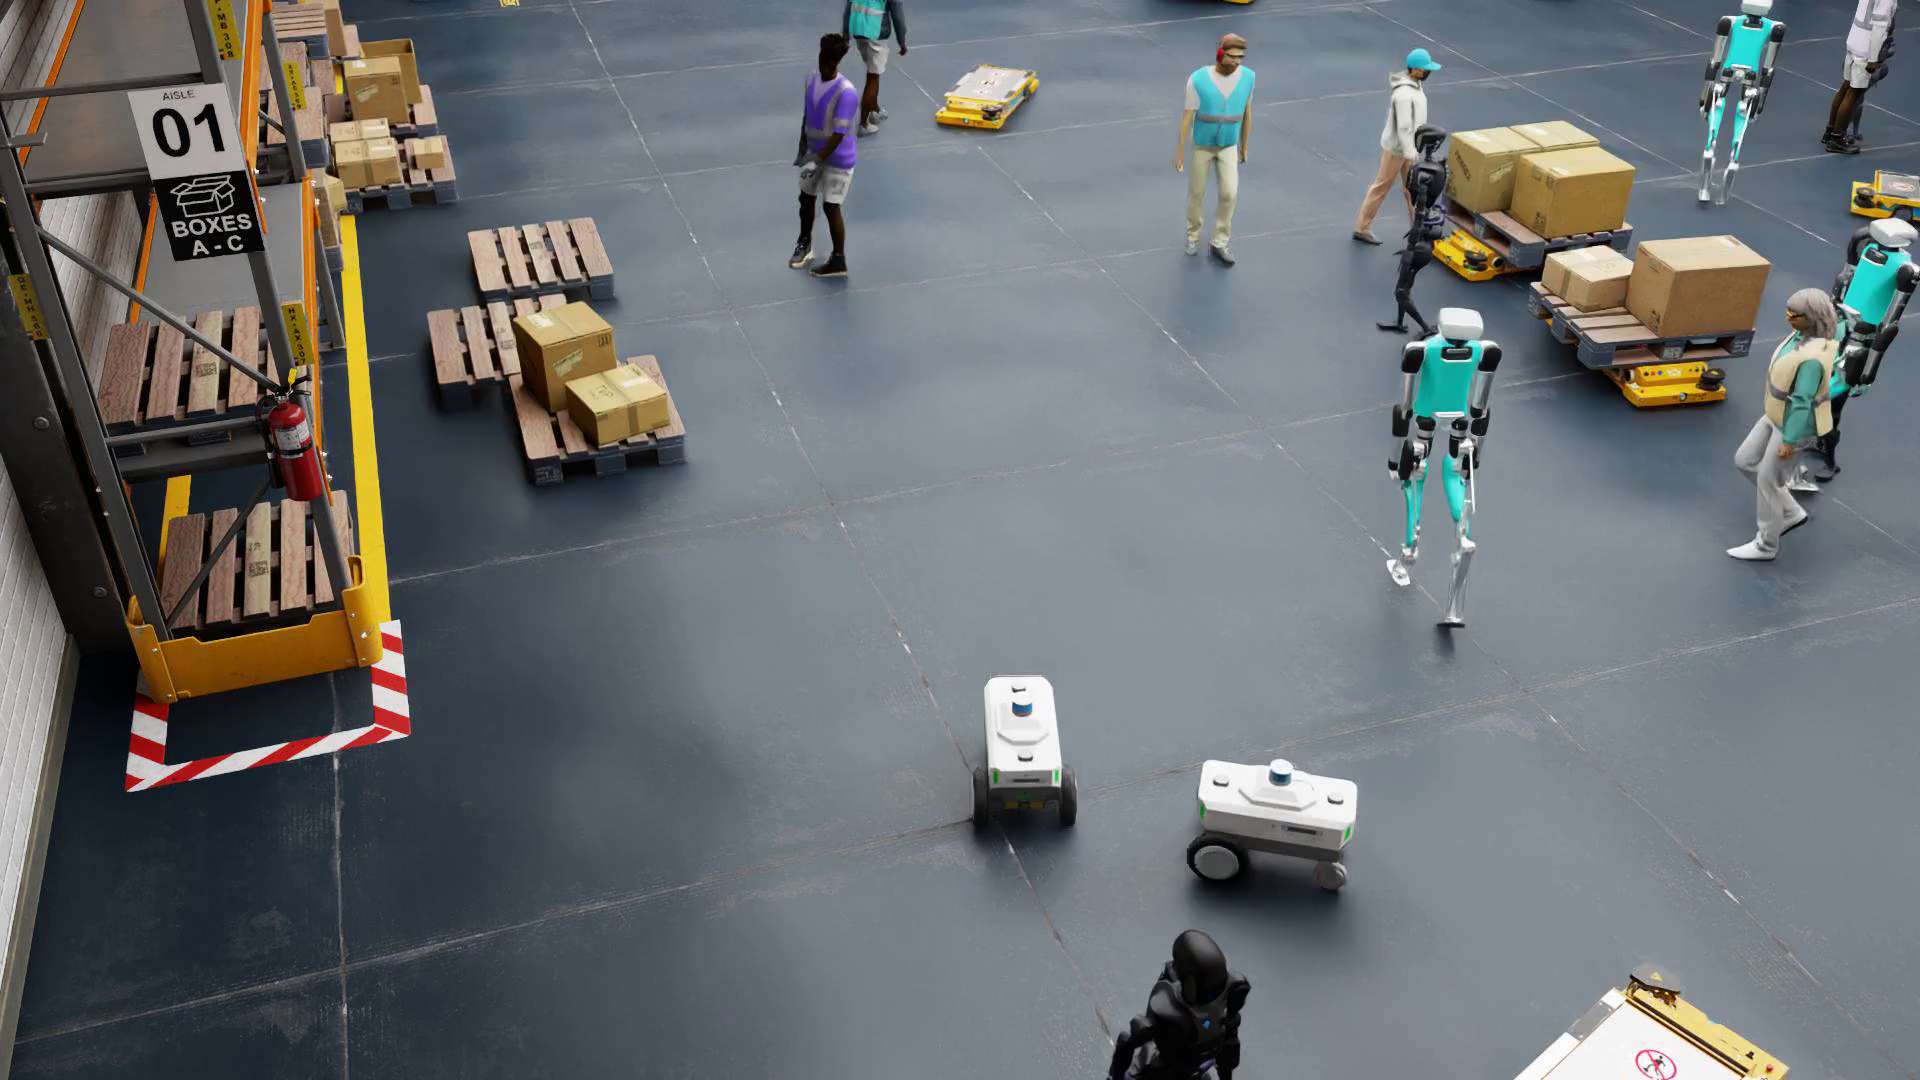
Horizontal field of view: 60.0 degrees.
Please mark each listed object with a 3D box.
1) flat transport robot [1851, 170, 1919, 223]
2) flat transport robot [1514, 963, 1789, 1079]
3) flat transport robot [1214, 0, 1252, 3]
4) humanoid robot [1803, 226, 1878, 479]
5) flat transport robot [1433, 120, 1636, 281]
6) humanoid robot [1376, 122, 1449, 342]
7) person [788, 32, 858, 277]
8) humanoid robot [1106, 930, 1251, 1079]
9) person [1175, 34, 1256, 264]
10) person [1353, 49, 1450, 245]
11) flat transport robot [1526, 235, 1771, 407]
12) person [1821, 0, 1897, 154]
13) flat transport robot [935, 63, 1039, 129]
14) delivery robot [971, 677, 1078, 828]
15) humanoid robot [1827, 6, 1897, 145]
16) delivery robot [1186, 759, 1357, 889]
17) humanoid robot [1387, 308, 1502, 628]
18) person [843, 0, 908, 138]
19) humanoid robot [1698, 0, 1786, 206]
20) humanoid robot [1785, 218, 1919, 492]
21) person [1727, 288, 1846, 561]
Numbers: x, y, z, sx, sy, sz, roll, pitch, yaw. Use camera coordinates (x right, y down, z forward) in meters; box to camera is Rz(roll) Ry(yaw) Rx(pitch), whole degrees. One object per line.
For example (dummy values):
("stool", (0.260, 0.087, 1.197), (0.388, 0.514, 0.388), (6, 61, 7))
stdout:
("flat transport robot", (8.450, -2.874, 14.266), (1.431, 0.231, 0.659), (15, 36, 21))
("flat transport robot", (2.558, 2.224, 6.447), (1.431, 0.231, 0.659), (-25, 41, -33))
("flat transport robot", (2.963, -6.788, 20.270), (1.431, 0.231, 0.659), (17, 37, 24))
("humanoid robot", (5.537, -1.199, 10.419), (0.357, 1.646, 0.585), (4, 33, 7))
("flat transport robot", (4.605, -2.396, 13.533), (1.431, 0.231, 0.659), (-10, 34, -15))
("humanoid robot", (3.306, -2.189, 11.941), (0.457, 1.659, 0.589), (9, 34, 14))
("person", (-1.108, -2.968, 12.891), (0.546, 1.930, 0.703), (-22, 39, -30))
("humanoid robot", (0.699, 1.890, 5.676), (0.609, 1.642, 0.407), (-19, 38, -27))
("person", (2.000, -3.076, 13.173), (0.664, 1.818, 0.671), (-4, 33, -7))
("person", (3.630, -3.125, 13.397), (0.776, 1.638, 0.476), (19, 38, 27))
("flat transport robot", (4.842, -1.386, 11.985), (0.659, 0.231, 1.431), (-5, 33, -8))
("person", (8.357, -4.527, 15.287), (0.383, 1.929, 0.541), (6, 34, 9))
("flat transport robot", (0.286, -4.464, 16.705), (0.659, 0.231, 1.431), (10, 35, 15))
("delivery robot", (0.298, 1.014, 8.045), (0.499, 0.599, 0.784), (-1, 33, -1))
("humanoid robot", (8.457, -4.489, 15.455), (0.438, 1.639, 0.585), (-3, 33, -5))
("delivery robot", (1.418, 1.273, 7.661), (0.796, 0.613, 0.499), (7, 34, 11))
("humanoid robot", (2.648, -0.293, 9.004), (0.535, 1.775, 0.997), (-2, 33, -3))
("person", (-0.760, -4.798, 15.725), (0.585, 1.895, 0.799), (21, 39, 29))
("humanoid robot", (6.533, -3.630, 14.108), (0.530, 1.795, 0.778), (14, 35, 20))
("humanoid robot", (5.243, -1.082, 10.161), (0.775, 1.757, 0.548), (-8, 34, -12))
("person", (4.752, -0.659, 9.566), (0.430, 1.685, 0.517), (9, 34, 13))
